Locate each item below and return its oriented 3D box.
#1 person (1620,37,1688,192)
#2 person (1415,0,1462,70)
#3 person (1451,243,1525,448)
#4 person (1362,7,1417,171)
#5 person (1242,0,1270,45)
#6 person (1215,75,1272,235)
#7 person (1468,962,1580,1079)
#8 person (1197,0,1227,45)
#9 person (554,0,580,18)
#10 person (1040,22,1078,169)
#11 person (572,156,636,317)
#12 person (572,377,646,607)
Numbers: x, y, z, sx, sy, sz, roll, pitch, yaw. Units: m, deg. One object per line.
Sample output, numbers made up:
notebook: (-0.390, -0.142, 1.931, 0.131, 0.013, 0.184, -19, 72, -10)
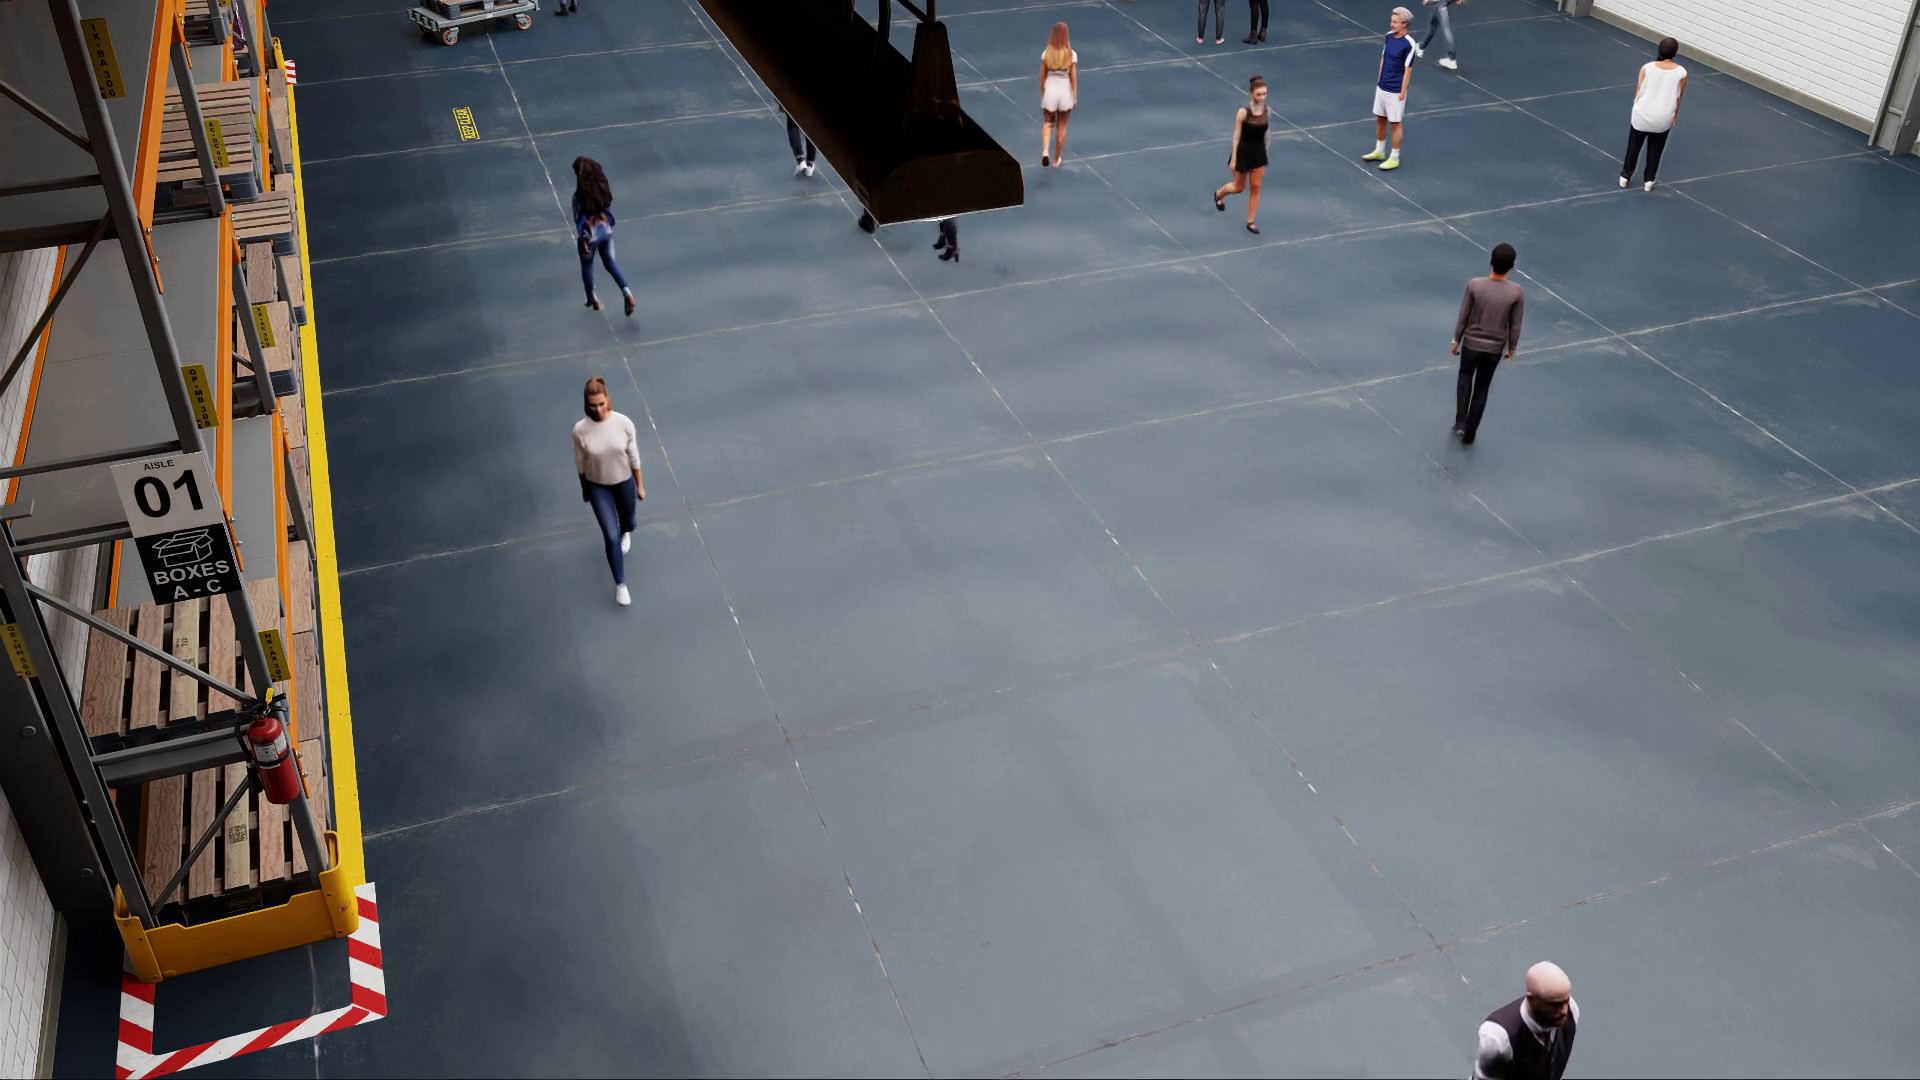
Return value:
person: (7.702, -4.748, 18.490, 0.760, 1.686, 0.817, 14, 36, 20)
person: (6.461, -7.134, 21.991, 0.865, 1.787, 1.223, -17, 37, -24)
person: (4.271, -1.548, 13.616, 0.788, 1.754, 0.830, 4, 34, 6)
person: (4.952, -5.177, 19.004, 0.715, 1.834, 0.524, -16, 37, -23)
person: (4.140, -7.764, 22.978, 0.720, 1.743, 0.672, -25, 41, -32)
person: (2.996, -4.078, 17.507, 0.639, 1.660, 0.888, -17, 37, -23)
person: (2.403, 2.510, 7.493, 0.813, 1.773, 1.257, -16, 37, -22)
person: (3.499, -7.745, 22.964, 0.687, 1.727, 0.703, 8, 34, 11)
person: (-5.814, -8.496, 24.100, 0.696, 1.719, 0.671, 22, 39, 29)
person: (1.096, -4.999, 18.874, 0.795, 1.681, 0.895, 7, 34, 11)
person: (-3.383, -2.835, 15.698, 0.874, 1.592, 1.096, -29, 43, -36)
person: (-2.509, -0.415, 11.967, 0.663, 1.692, 1.083, -8, 35, -12)
